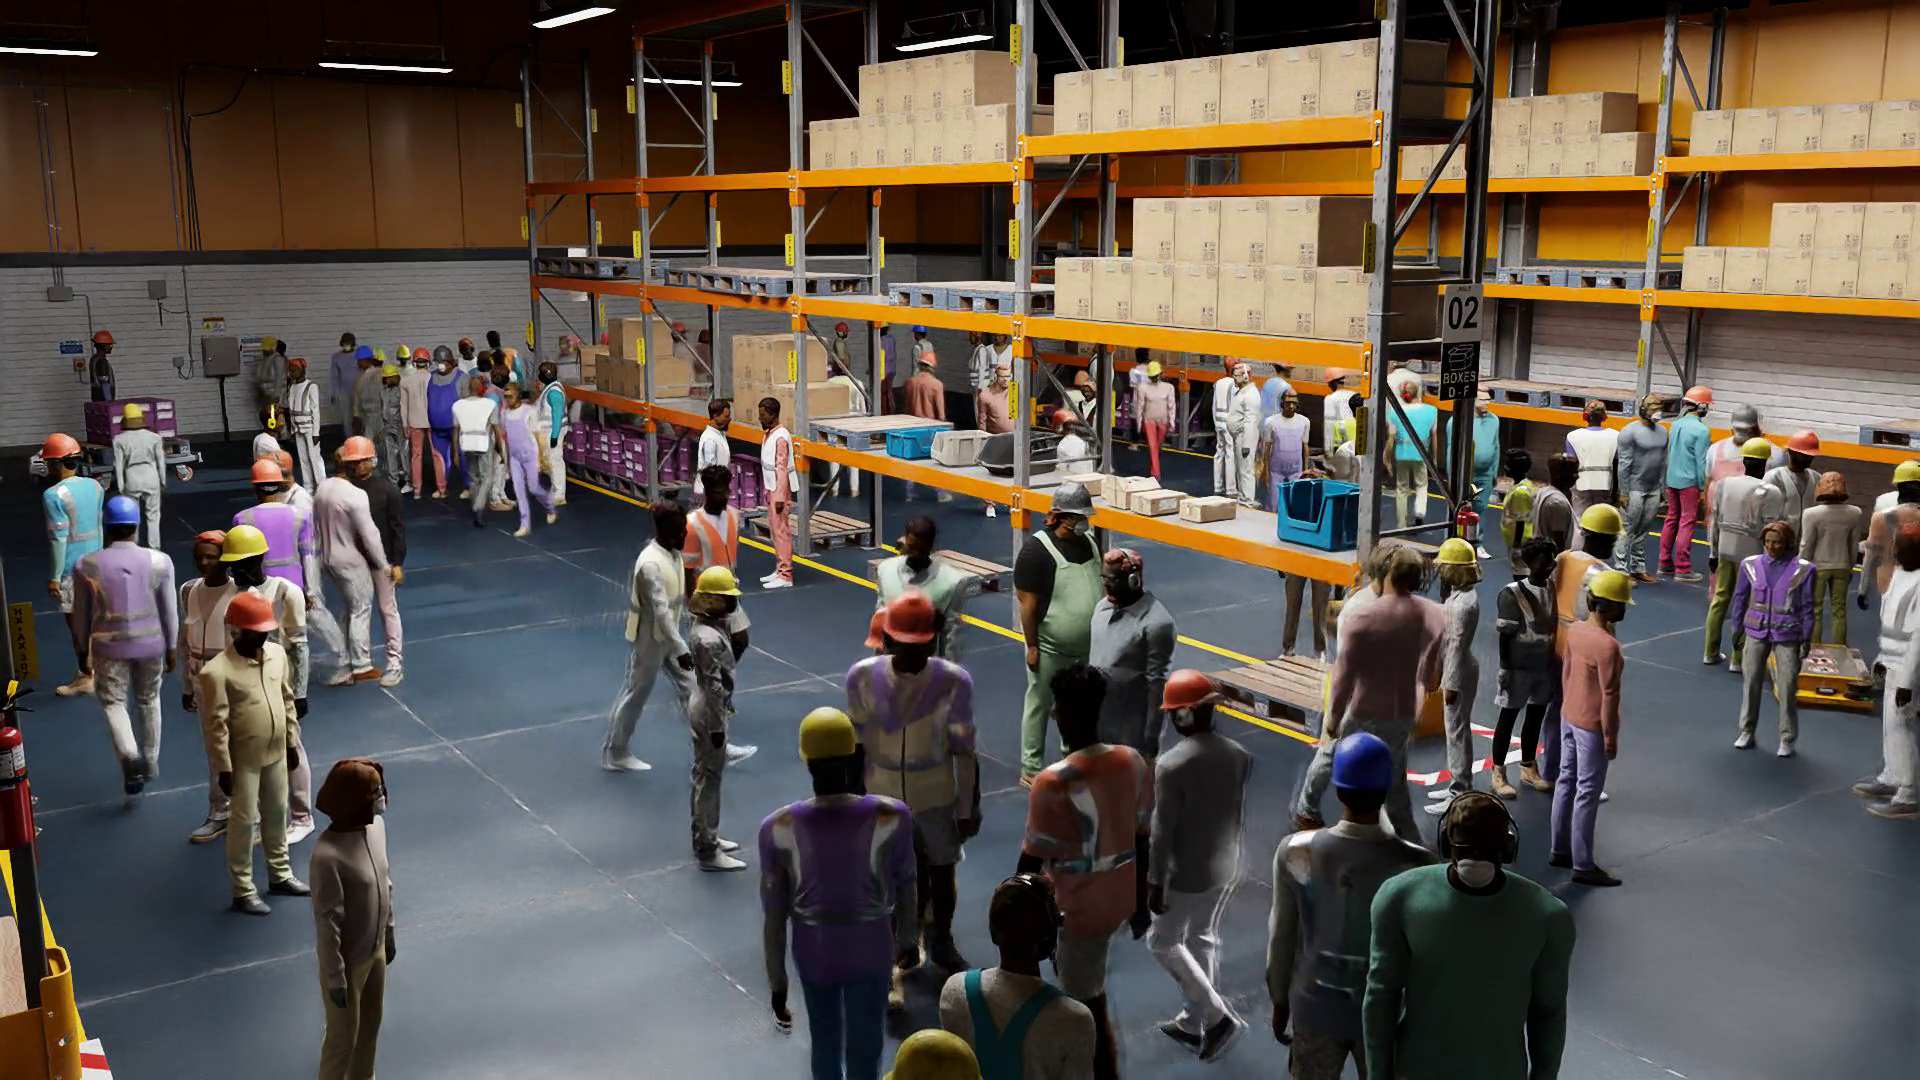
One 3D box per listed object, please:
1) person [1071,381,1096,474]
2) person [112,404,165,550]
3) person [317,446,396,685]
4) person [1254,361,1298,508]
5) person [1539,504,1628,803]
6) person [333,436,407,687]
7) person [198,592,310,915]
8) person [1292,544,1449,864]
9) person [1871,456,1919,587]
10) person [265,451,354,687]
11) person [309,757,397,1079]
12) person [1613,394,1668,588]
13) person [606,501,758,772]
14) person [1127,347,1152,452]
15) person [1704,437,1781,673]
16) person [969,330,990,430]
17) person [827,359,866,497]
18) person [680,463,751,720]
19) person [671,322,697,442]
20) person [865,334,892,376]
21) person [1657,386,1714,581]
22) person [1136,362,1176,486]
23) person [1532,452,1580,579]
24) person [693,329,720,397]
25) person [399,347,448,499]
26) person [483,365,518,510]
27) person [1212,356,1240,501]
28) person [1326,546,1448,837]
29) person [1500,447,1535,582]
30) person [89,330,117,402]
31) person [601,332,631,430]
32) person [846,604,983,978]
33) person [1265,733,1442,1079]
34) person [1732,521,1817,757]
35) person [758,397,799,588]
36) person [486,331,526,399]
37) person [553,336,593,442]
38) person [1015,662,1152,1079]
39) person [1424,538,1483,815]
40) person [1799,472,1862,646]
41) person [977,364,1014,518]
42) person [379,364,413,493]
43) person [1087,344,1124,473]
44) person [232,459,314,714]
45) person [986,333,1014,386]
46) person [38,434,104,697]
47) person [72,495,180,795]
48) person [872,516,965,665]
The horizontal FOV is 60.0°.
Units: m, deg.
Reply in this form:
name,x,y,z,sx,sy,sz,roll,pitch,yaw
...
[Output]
name,x,y,z,sx,sy,sz,roll,pitch,yaw
person,1.624,-1.191,21.001,0.514,1.632,0.312,5,12,26
person,-8.754,-0.602,17.771,0.503,1.716,0.711,-6,13,-29
person,-4.781,0.190,13.184,0.497,1.925,0.636,-10,15,-41
person,4.014,-1.399,21.193,1.088,1.985,0.613,-4,12,-18
person,3.956,0.713,10.535,0.416,1.916,0.592,-2,11,-12
person,-4.669,0.176,13.116,0.648,1.989,0.399,2,11,10
person,-3.742,1.127,8.863,0.354,1.739,0.569,4,12,21
person,2.347,0.927,9.557,0.667,1.885,1.053,-9,14,-38
person,7.519,0.243,13.167,0.575,1.824,0.670,6,13,29
person,-5.188,0.220,13.212,0.543,1.860,0.800,-8,14,-37
person,-2.367,1.638,6.543,0.291,1.629,0.500,1,11,8
person,6.828,-0.496,16.651,0.627,1.940,0.372,-6,13,-28
person,-1.907,0.658,10.951,1.035,1.851,0.591,2,11,12
person,2.872,-2.192,25.971,0.544,1.676,0.581,-6,12,-27
person,6.411,0.116,13.605,0.419,1.914,0.602,-5,12,-24
person,0.303,-2.561,27.386,0.363,1.877,0.584,-2,11,-10
person,-1.565,-1.475,21.965,0.651,1.821,0.432,0,11,2
person,-1.788,0.393,12.101,0.477,1.938,0.685,7,13,32
person,-4.598,-2.578,27.223,0.624,1.965,0.591,5,12,24
person,-1.451,-3.212,30.854,0.523,1.825,0.751,-8,14,-36
person,7.437,-0.577,16.964,0.411,1.987,0.619,-2,11,-8
person,2.710,-1.625,23.047,0.526,1.706,0.938,-1,11,-5
person,4.712,0.216,13.253,0.324,1.842,0.514,1,11,3
person,-4.630,-3.025,30.370,0.500,1.636,0.281,-5,12,-22
person,-7.026,-1.533,21.848,0.620,1.985,0.408,-3,11,-16
person,-5.802,-1.291,21.009,0.431,1.834,0.626,-1,11,-4
person,3.511,-1.452,21.686,0.358,1.883,0.572,-5,12,-26
person,2.371,0.965,9.266,0.656,1.905,0.624,-4,12,-18
person,4.921,0.023,14.658,0.324,1.690,0.546,3,12,17
person,-12.468,-2.040,24.304,0.404,2.036,0.606,-8,14,-35
person,-5.365,-2.295,25.984,0.628,1.893,0.617,6,13,29
person,-0.226,1.213,7.912,0.657,1.941,0.389,2,11,9
person,1.376,1.624,5.814,0.611,1.939,0.417,5,12,24
person,5.613,0.668,11.490,0.527,1.628,0.314,9,14,39
person,-1.829,-0.480,16.664,0.410,1.908,0.598,-3,12,-17
person,-7.363,-2.420,26.687,0.675,1.864,0.862,-7,13,-31
person,-6.066,-2.256,25.914,0.648,1.849,1.010,4,12,21
person,0.453,1.450,6.710,0.651,1.932,0.607,9,14,37
person,3.065,0.844,10.327,0.330,1.734,0.480,3,11,14
person,7.089,0.250,13.616,0.497,1.633,0.279,-1,11,-3
person,0.532,-1.214,20.448,0.636,1.900,0.399,-3,12,-16
person,-7.576,-1.490,22.277,0.488,1.737,0.321,5,12,25
person,2.097,-1.997,24.071,0.535,2.000,0.681,-1,11,-3
person,-5.064,0.364,12.298,0.548,1.925,0.392,-8,14,-35
person,0.676,-2.635,27.835,0.570,1.844,0.379,3,12,17
person,-6.855,0.195,12.848,0.376,2.042,0.615,1,11,5
person,-5.328,0.679,10.682,0.608,1.922,0.746,-7,13,-33
person,-0.256,0.752,10.371,0.637,1.891,0.495,5,12,25
